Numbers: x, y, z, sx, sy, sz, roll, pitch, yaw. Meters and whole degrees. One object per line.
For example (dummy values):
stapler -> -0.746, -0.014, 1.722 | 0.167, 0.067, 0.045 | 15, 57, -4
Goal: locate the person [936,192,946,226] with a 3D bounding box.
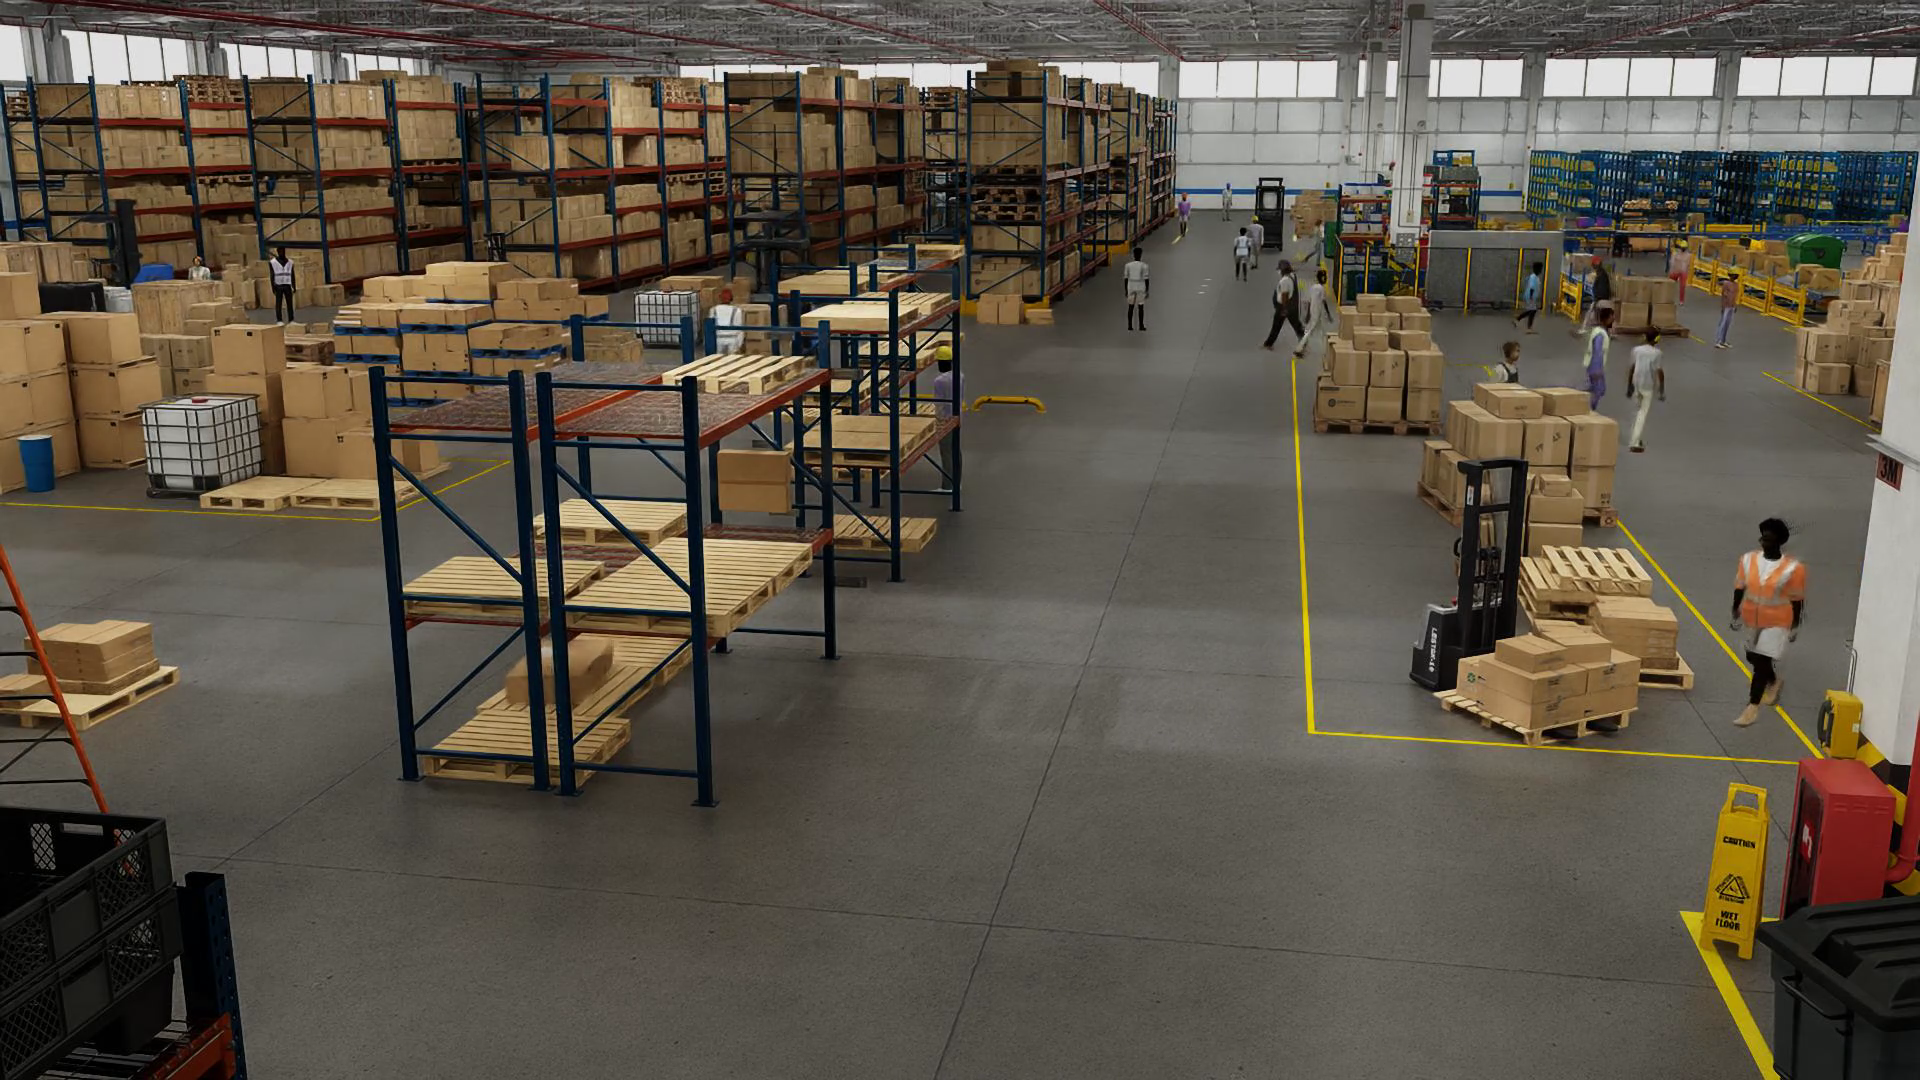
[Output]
person -> -0.921, -16.456, 82.077 | 0.558, 1.892, 1.021 | 1, 14, 4

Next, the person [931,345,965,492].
person -> -0.166, -1.539, 21.409 | 0.363, 1.930, 0.588 | 9, 16, 31

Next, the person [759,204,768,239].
person -> -7.487, -12.030, 64.159 | 0.995, 1.863, 0.679 | 3, 14, 13

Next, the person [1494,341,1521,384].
person -> 7.385, -1.819, 22.747 | 0.508, 1.834, 0.506 | 12, 18, 39

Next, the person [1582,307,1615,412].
person -> 10.062, -2.741, 26.362 | 0.471, 1.899, 0.610 | 7, 15, 25

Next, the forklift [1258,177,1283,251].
forklift -> 12.083, -12.747, 64.956 | 1.129, 2.768, 1.873 | 3, 14, 10

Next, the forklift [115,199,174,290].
forklift -> -22.146, -7.687, 44.414 | 1.873, 2.768, 1.129 | -9, 17, -33

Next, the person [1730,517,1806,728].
person -> 6.429, 0.617, 13.203 | 0.773, 1.669, 0.538 | -10, 17, -35

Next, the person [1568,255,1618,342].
person -> 14.219, -5.376, 37.032 | 1.044, 1.912, 0.655 | 4, 14, 15

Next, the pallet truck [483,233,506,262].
pallet truck -> -11.832, -7.026, 43.548 | 1.885, 1.965, 0.823 | 8, 16, 28

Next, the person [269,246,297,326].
person -> -16.318, -6.133, 40.111 | 0.591, 1.910, 0.388 | -12, 18, -39

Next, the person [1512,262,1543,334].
person -> 13.120, -5.594, 38.387 | 0.544, 1.670, 0.551 | 5, 15, 20

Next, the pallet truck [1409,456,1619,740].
pallet truck -> 4.504, 0.400, 13.395 | 0.823, 1.965, 1.885 | -6, 15, -23

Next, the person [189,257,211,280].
person -> -18.379, -6.037, 40.264 | 0.514, 1.641, 0.309 | -2, 14, -8

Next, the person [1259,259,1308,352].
person -> 6.908, -4.986, 35.174 | 1.076, 2.000, 0.691 | 12, 18, 40

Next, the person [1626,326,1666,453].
person -> 10.019, -2.192, 24.221 | 0.690, 1.849, 0.495 | -7, 16, -28

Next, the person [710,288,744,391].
person -> -4.157, -3.557, 29.722 | 0.597, 1.871, 0.446 | 2, 14, 7

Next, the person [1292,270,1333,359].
person -> 7.319, -4.630, 34.211 | 1.030, 1.818, 0.502 | -2, 14, -8

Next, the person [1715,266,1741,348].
person -> 16.614, -5.026, 35.901 | 0.528, 1.767, 0.329 | -9, 17, -34

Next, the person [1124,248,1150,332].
person -> 4.124, -5.836, 38.782 | 0.617, 1.962, 0.361 | 6, 15, 22

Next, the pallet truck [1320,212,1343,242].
pallet truck -> 15.874, -13.227, 70.310 | 0.680, 1.201, 1.601 | 10, 17, 35

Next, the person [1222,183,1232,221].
person -> 13.878, -17.542, 86.351 | 0.602, 1.945, 0.395 | -7, 16, -27

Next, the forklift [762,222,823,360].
forklift -> -3.425, -4.948, 33.291 | 1.129, 2.768, 1.873 | 3, 14, 10

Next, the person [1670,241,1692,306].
person -> 19.434, -7.216, 44.881 | 0.522, 1.728, 0.897 | 4, 14, 16

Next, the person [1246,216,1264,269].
person -> 9.980, -10.060, 56.302 | 0.597, 1.811, 0.827 | 1, 14, 4

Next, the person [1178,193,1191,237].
person -> 9.921, -14.402, 73.637 | 0.569, 1.924, 0.496 | 2, 14, 9

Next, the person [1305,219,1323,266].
person -> 12.352, -10.349, 57.814 | 0.590, 1.620, 0.498 | 4, 14, 15

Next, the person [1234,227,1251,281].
person -> 8.816, -8.915, 51.904 | 0.539, 1.673, 0.768 | 1, 14, 2
